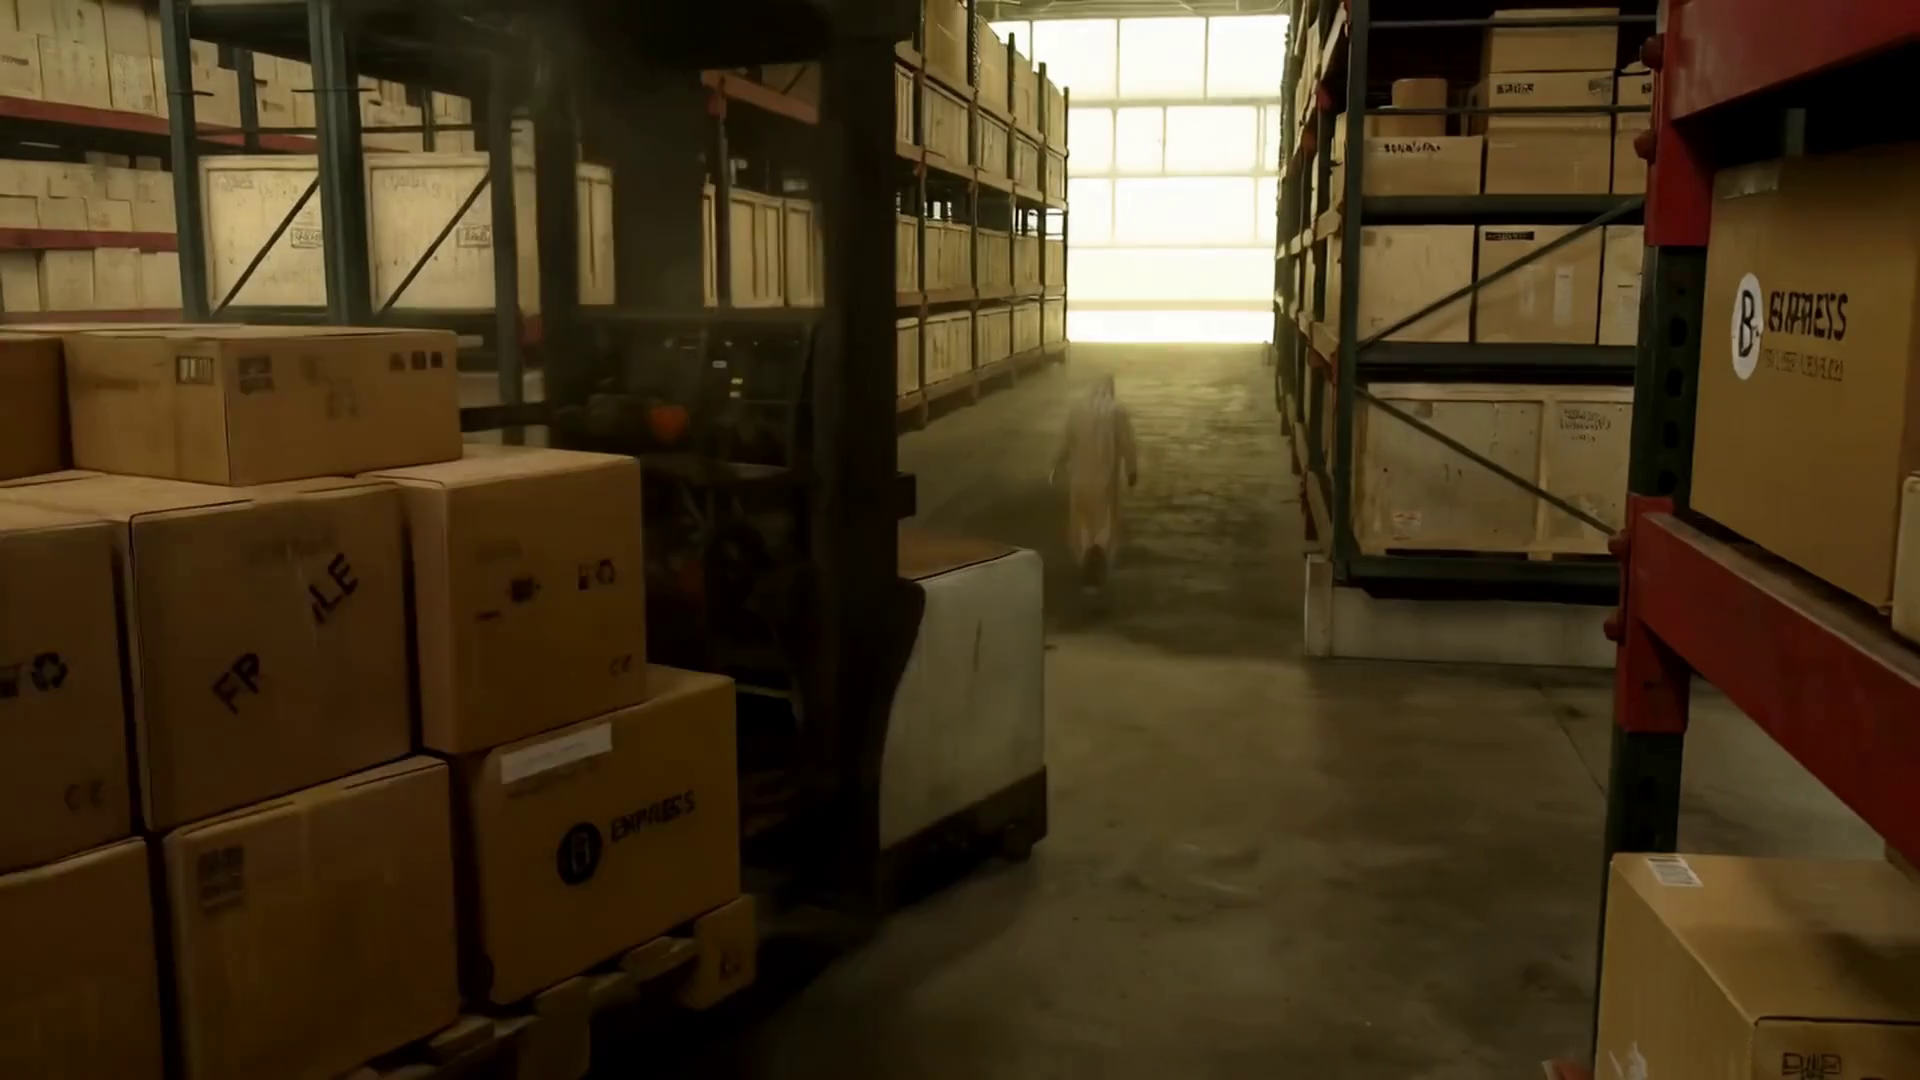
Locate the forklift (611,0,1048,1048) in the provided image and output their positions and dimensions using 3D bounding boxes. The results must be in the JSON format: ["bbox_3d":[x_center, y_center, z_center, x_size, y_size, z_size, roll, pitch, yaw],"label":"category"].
[{"bbox_3d":[-0.601,-0.230,5.111,1.129,2.768,1.873,6,11,32],"label":"forklift"}]
